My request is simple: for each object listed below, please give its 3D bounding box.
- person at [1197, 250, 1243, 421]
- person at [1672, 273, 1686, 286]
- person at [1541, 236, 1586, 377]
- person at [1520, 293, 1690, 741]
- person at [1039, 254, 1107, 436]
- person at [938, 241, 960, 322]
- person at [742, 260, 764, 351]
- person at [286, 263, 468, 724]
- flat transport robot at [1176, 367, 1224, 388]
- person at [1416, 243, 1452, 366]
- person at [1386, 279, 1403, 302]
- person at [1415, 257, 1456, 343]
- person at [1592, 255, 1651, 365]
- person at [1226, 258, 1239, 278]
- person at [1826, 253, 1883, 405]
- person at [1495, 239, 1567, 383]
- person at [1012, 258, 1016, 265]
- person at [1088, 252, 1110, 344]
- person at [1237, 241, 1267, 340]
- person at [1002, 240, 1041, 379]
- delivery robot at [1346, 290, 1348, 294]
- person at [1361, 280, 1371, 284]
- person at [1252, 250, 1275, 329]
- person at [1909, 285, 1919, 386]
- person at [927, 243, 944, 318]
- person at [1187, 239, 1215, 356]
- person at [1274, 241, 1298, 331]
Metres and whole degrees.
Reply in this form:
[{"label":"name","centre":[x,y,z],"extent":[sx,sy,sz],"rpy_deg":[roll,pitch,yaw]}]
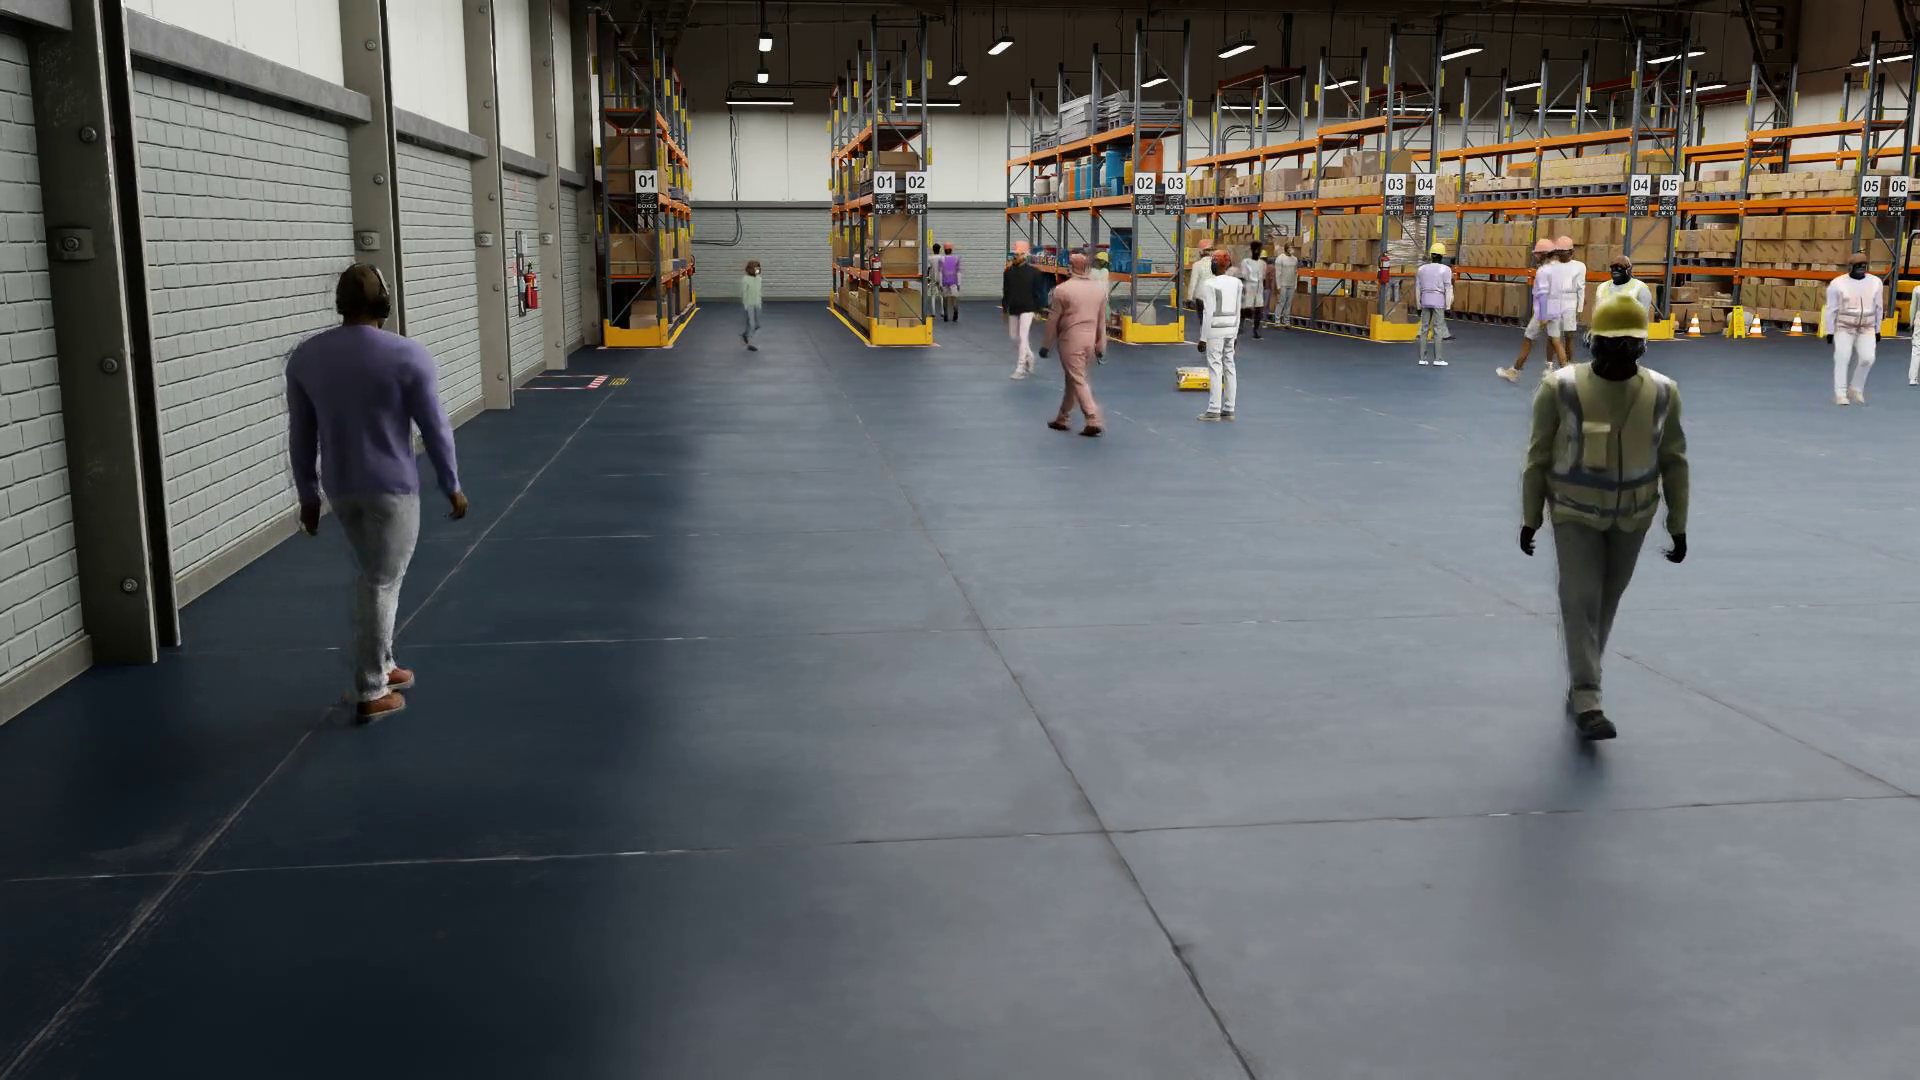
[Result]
[{"label":"person","centre":[2.861,-2.250,18.363],"extent":[0.573,1.883,0.355],"rpy_deg":[-8,13,-38]},{"label":"person","centre":[18.520,-6.794,43.204],"extent":[0.587,1.912,0.376],"rpy_deg":[3,11,14]},{"label":"person","centre":[8.706,-3.365,24.068],"extent":[0.606,2.035,0.397],"rpy_deg":[5,11,24]},{"label":"person","centre":[2.634,-0.081,6.700],"extent":[0.626,1.792,0.873],"rpy_deg":[0,10,1]},{"label":"person","centre":[1.196,-2.009,17.134],"extent":[0.641,1.863,0.977],"rpy_deg":[-9,13,-39]},{"label":"person","centre":[-0.250,-6.146,39.639],"extent":[0.559,1.921,0.731],"rpy_deg":[-2,11,-13]},{"label":"person","centre":[-3.714,-4.156,29.540],"extent":[0.420,1.623,0.509],"rpy_deg":[7,13,35]},{"label":"person","centre":[-2.447,-0.213,7.102],"extent":[0.635,1.910,0.743],"rpy_deg":[3,11,14]},{"label":"flat transport robot","centre":[3.284,-2.212,22.576],"extent":[0.652,0.197,1.431],"rpy_deg":[1,10,5]},{"label":"person","centre":[7.477,-3.708,26.234],"extent":[0.589,1.927,0.368],"rpy_deg":[9,14,40]},{"label":"person","centre":[10.268,-6.104,39.551],"extent":[0.521,1.864,0.335],"rpy_deg":[2,11,11]},{"label":"person","centre":[9.151,-4.674,31.991],"extent":[0.965,1.764,0.608],"rpy_deg":[-3,11,-18]},{"label":"person","centre":[6.941,-2.079,17.572],"extent":[0.430,1.836,0.628],"rpy_deg":[-8,13,-36]},{"label":"person","centre":[5.960,-5.525,37.048],"extent":[0.539,1.612,0.438],"rpy_deg":[1,10,4]},{"label":"person","centre":[10.765,-2.528,20.037],"extent":[0.660,1.825,0.463],"rpy_deg":[2,10,9]},{"label":"person","centre":[7.937,-3.109,22.773],"extent":[1.069,1.986,0.631],"rpy_deg":[9,14,42]},{"label":"person","centre":[1.304,-5.637,37.668],"extent":[0.504,1.618,0.565],"rpy_deg":[-1,10,-7]},{"label":"person","centre":[2.630,-4.581,31.525],"extent":[0.587,1.732,0.479],"rpy_deg":[-8,13,-37]},{"label":"person","centre":[5.771,-4.926,32.837],"extent":[0.623,1.953,0.637],"rpy_deg":[-4,11,-21]},{"label":"person","centre":[0.926,-3.328,24.008],"extent":[0.617,1.978,0.754],"rpy_deg":[6,12,31]},{"label":"delivery robot","centre":[11.925,-7.375,49.844],"extent":[0.477,0.478,0.707],"rpy_deg":[-9,14,-41]},{"label":"person","centre":[12.457,-8.216,51.084],"extent":[0.997,1.876,0.552],"rpy_deg":[6,12,30]},{"label":"person","centre":[6.714,-5.560,36.921],"extent":[0.543,1.741,0.619],"rpy_deg":[2,10,8]},{"label":"person","centre":[13.179,-2.904,22.613],"extent":[0.312,1.639,0.520],"rpy_deg":[-8,13,-38]},{"label":"person","centre":[-0.582,-6.460,41.481],"extent":[0.530,1.869,0.311],"rpy_deg":[-1,10,-7]},{"label":"person","centre":[4.130,-4.144,28.473],"extent":[0.646,1.975,0.672],"rpy_deg":[-6,12,-30]},{"label":"person","centre":[7.063,-5.486,35.989],"extent":[0.625,1.934,0.359],"rpy_deg":[-8,13,-36]}]
